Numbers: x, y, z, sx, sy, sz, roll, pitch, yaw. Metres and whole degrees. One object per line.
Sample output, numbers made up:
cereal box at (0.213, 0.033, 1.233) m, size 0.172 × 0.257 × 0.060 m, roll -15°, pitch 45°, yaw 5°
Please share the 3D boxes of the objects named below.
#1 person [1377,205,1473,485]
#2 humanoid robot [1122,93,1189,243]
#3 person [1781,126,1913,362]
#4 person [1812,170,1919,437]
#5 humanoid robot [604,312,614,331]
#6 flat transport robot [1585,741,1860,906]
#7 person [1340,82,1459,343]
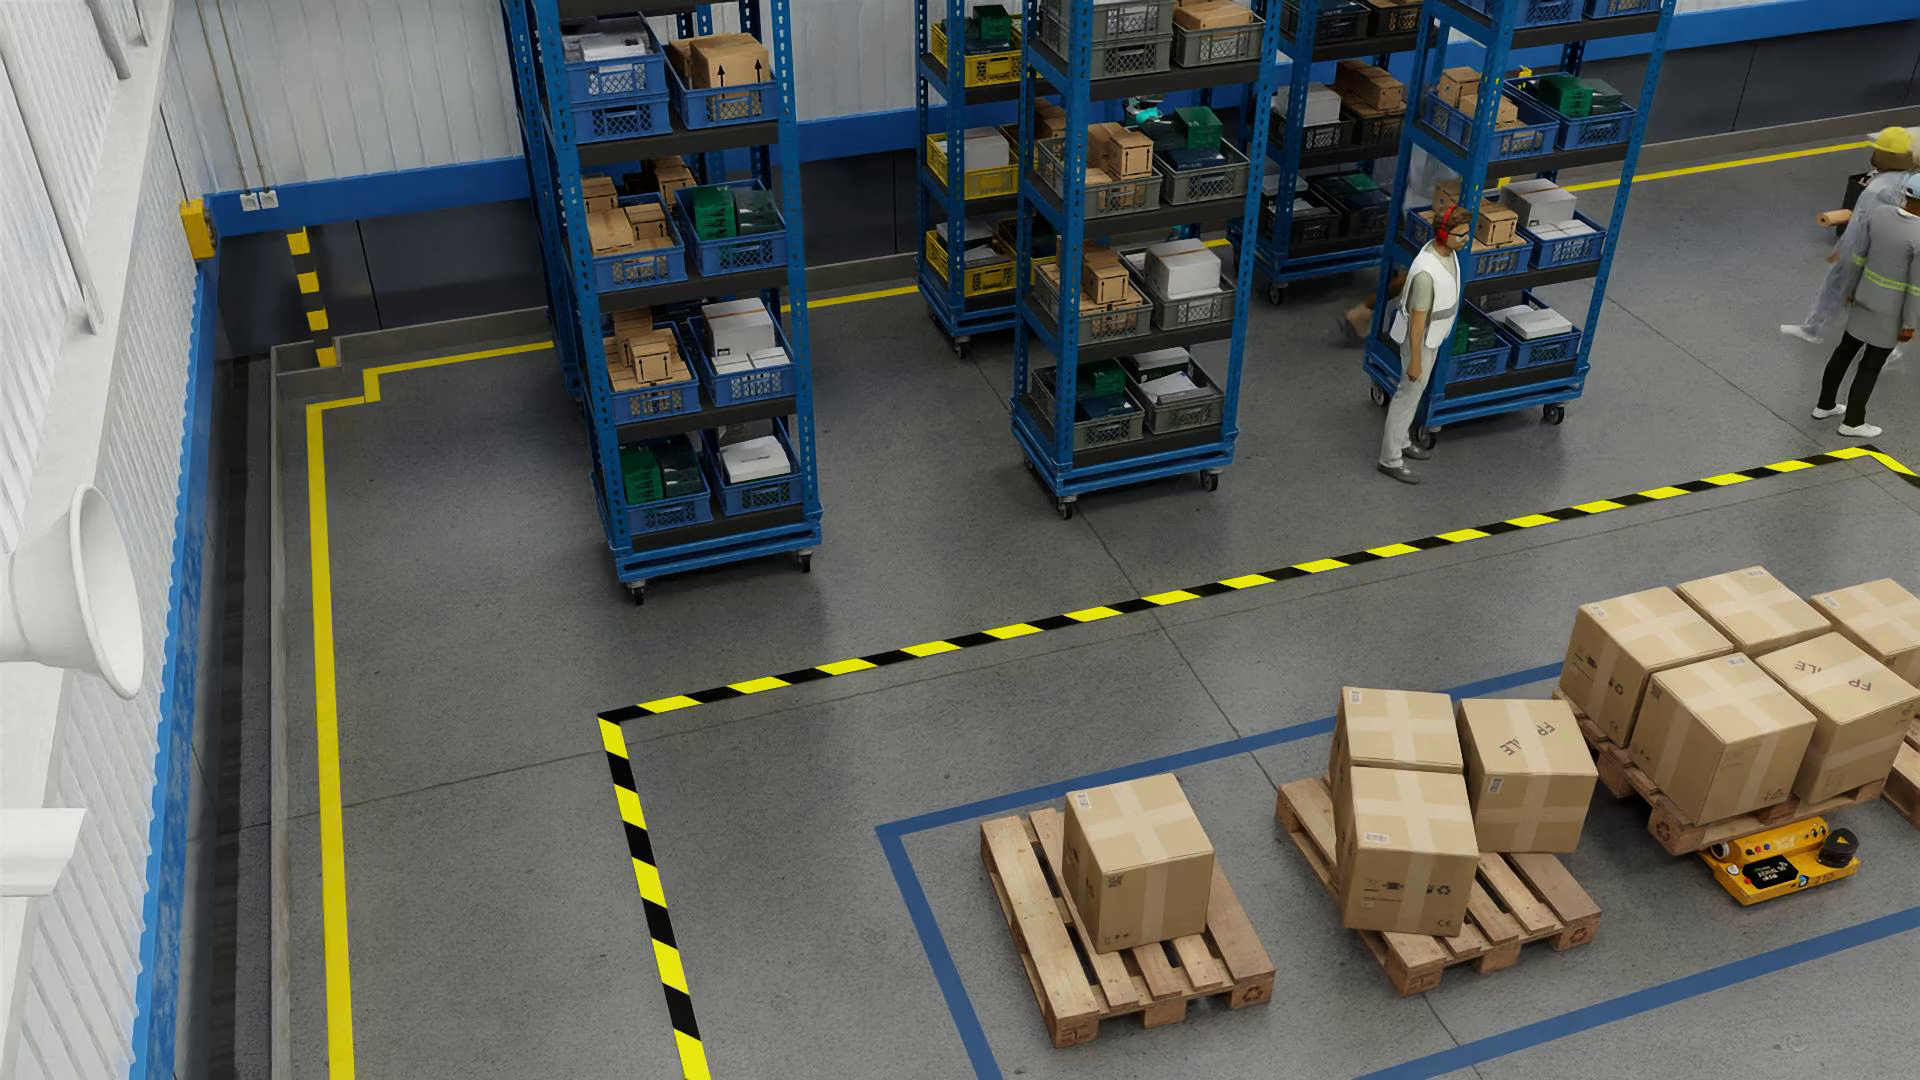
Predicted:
person at (2.898, -1.250, 10.459) m, size 0.373 × 1.842 × 0.568 m, roll 16°, pitch 38°, yaw 21°
humanoid robot at (1.553, -2.614, 12.371) m, size 0.735 × 1.677 × 0.533 m, roll -11°, pitch 37°, yaw -15°
person at (6.429, -2.067, 11.730) m, size 0.781 × 1.708 × 0.483 m, roll 29°, pitch 44°, yaw 34°
person at (6.041, -1.543, 10.870) m, size 0.375 × 1.852 × 0.588 m, roll -10°, pitch 37°, yaw -14°
humanoid robot at (-2.137, -1.311, 10.685) m, size 0.395 × 1.645 × 0.598 m, roll -5°, pitch 36°, yaw -7°
flat transport robot at (3.738, 1.188, 8.347) m, size 0.652 × 0.197 × 1.431 m, roll -11°, pitch 37°, yaw -15°
person at (3.260, -2.321, 11.841) m, size 0.915 × 2.011 × 0.610 m, roll -2°, pitch 35°, yaw -3°
